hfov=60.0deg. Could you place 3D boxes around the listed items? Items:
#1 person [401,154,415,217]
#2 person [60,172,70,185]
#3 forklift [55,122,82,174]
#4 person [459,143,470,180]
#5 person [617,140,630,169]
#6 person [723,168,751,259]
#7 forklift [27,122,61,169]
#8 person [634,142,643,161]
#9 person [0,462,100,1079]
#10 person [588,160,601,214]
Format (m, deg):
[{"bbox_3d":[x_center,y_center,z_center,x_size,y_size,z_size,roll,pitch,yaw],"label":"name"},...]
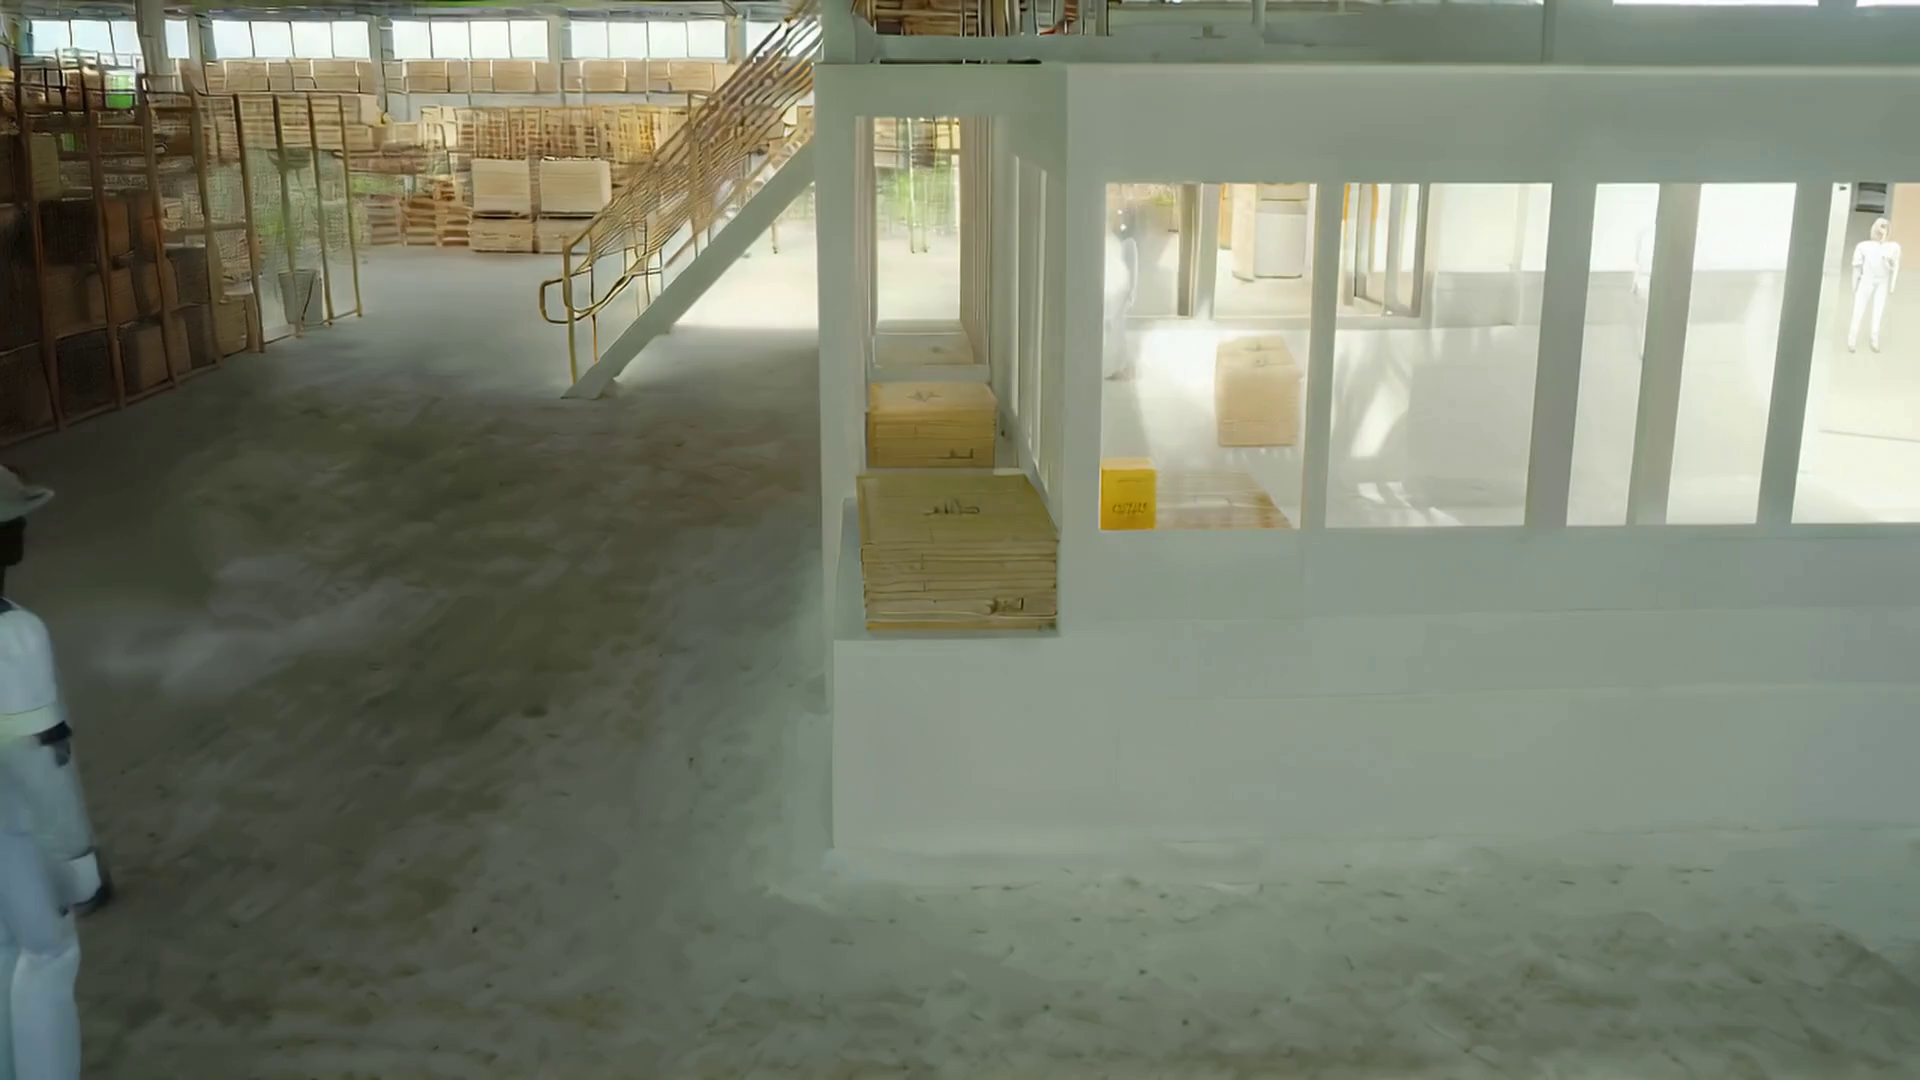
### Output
[{"bbox_3d":[-16.397,-10.493,49.321,0.510,1.872,0.329,6,15,23],"label":"person"},{"bbox_3d":[-20.476,-7.640,37.573,0.684,2.000,0.536,-1,14,-3],"label":"person"},{"bbox_3d":[-38.577,-16.682,72.009,1.129,2.768,1.873,-1,14,-3],"label":"forklift"},{"bbox_3d":[-22.693,-17.259,76.380,0.878,1.866,0.642,7,16,28],"label":"person"},{"bbox_3d":[-15.743,-17.668,77.745,0.612,1.995,0.379,-7,16,-26],"label":"person"},{"bbox_3d":[-4.761,-6.714,34.249,0.836,1.863,0.594,3,14,12],"label":"person"},{"bbox_3d":[-35.376,-14.773,64.377,1.129,2.768,1.873,-1,14,-2],"label":"forklift"},{"bbox_3d":[-16.243,-19.195,84.191,0.585,1.856,0.395,-11,17,-36],"label":"person"},{"bbox_3d":[-2.463,0.724,4.344,0.545,1.942,0.353,7,16,25],"label":"person"},{"bbox_3d":[-10.158,-9.649,46.159,0.326,1.767,0.533,-5,15,-19],"label":"person"}]
